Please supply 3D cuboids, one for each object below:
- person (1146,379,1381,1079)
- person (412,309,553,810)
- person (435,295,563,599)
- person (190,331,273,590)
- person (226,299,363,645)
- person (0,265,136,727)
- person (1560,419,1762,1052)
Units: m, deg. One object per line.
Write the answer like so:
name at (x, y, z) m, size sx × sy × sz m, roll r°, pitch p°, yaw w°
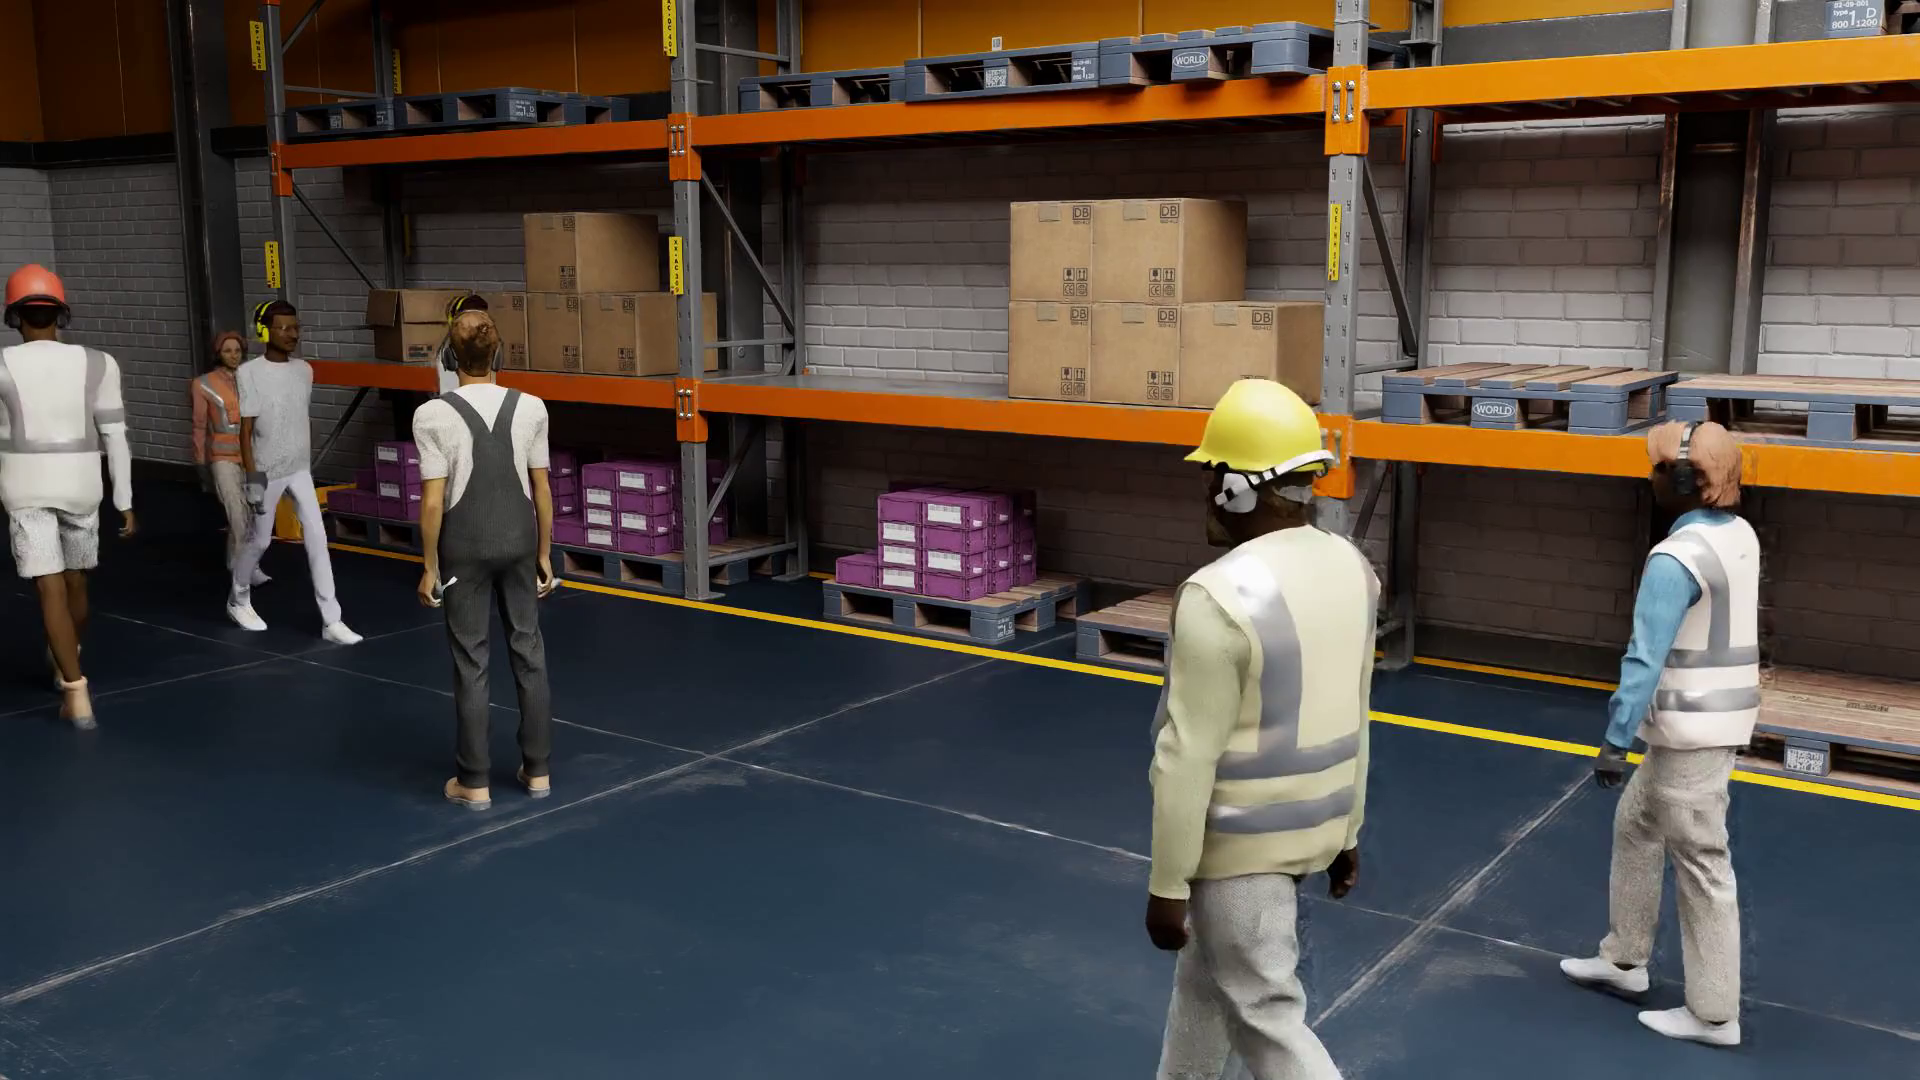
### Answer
person at (0.624, 0.578, 3.332) m, size 0.882 × 1.798 × 0.599 m, roll 8°, pitch 13°, yaw 40°
person at (-1.755, 0.076, 6.163) m, size 0.506 × 1.847 × 0.343 m, roll -6°, pitch 11°, yaw -34°
person at (-2.820, -0.520, 9.791) m, size 0.981 × 1.814 × 0.542 m, roll 5°, pitch 11°, yaw 29°
person at (-4.477, -0.502, 10.358) m, size 0.865 × 1.593 × 0.514 m, roll 8°, pitch 12°, yaw 40°
person at (-3.651, -0.368, 8.889) m, size 0.997 × 1.827 × 0.527 m, roll 6°, pitch 11°, yaw 31°
person at (-4.089, -0.212, 7.432) m, size 0.634 × 1.991 × 1.012 m, roll -8°, pitch 13°, yaw -40°
person at (1.797, 0.491, 4.343) m, size 0.649 × 1.612 × 0.547 m, roll 8°, pitch 13°, yaw 41°
